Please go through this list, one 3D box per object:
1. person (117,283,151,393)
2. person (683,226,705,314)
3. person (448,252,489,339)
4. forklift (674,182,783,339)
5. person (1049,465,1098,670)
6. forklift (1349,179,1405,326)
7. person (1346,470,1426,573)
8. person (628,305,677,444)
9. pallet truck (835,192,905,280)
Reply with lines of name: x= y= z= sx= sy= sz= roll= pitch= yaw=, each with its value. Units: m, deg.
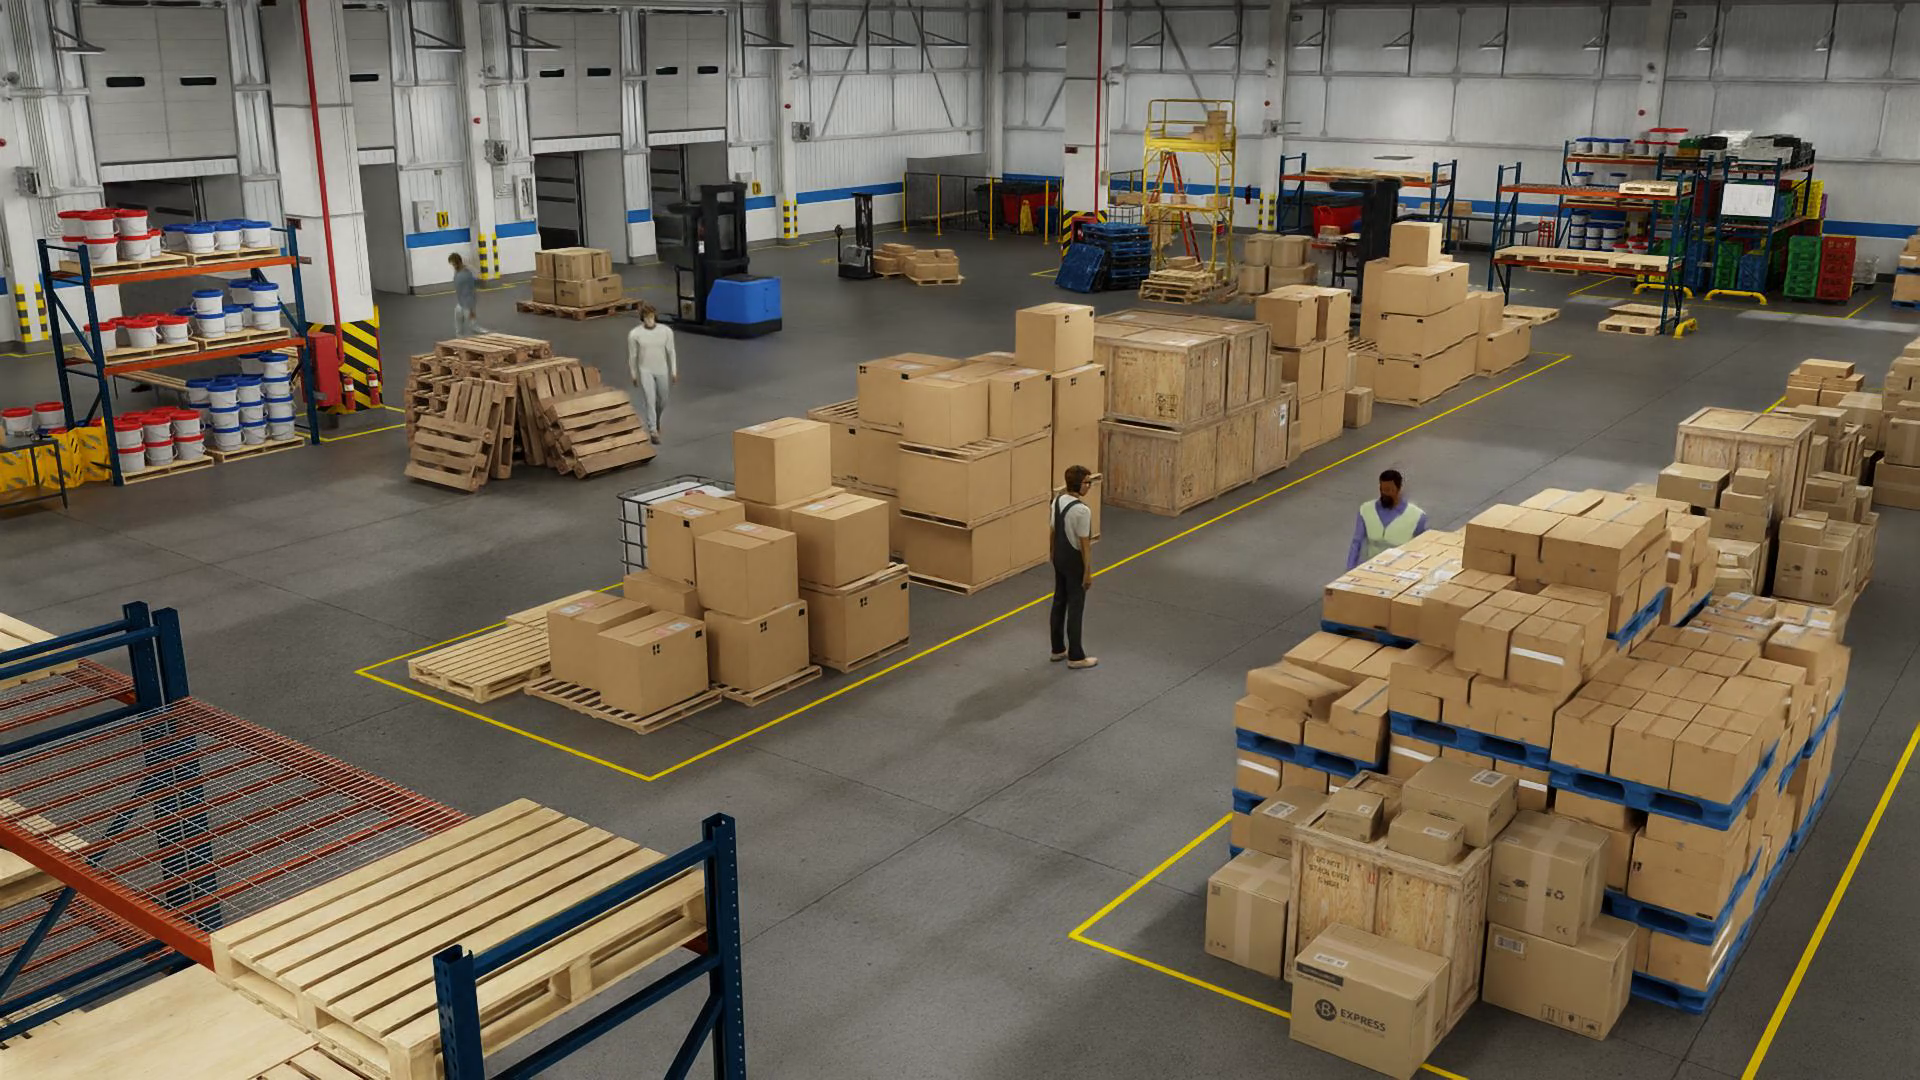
person: x=-12.955 y=-3.325 z=26.439 sx=0.553 sy=1.916 sz=0.651 roll=16 pitch=23 yaw=42
person: x=-5.163 y=-5.367 z=33.289 sx=0.729 sy=1.857 sz=0.605 roll=0 pitch=17 yaw=-1
person: x=-8.527 y=-4.091 z=29.021 sx=0.868 sy=1.889 sz=0.687 roll=-12 pitch=20 yaw=-34
forklift: x=-4.393 y=-5.327 z=31.414 sx=1.873 sy=2.768 sz=1.129 roll=12 pitch=21 yaw=35
person: x=0.994 y=0.235 z=14.770 sx=0.350 sy=1.839 sz=0.506 roll=-11 pitch=20 yaw=-32
forklift: x=8.178 y=-5.518 z=32.046 sx=1.873 sy=2.768 sz=1.129 roll=7 pitch=18 yaw=22
person: x=3.655 y=0.312 z=14.458 sx=0.625 sy=1.865 sz=0.987 roll=12 pitch=21 yaw=35
person: x=-4.285 y=-2.339 z=23.171 sx=0.639 sy=1.915 sz=0.777 roll=-7 pitch=18 yaw=-21
pallet truck: x=-1.936 y=-7.159 z=38.982 sx=1.885 sy=1.965 sz=0.823 roll=-12 pitch=21 yaw=-34
